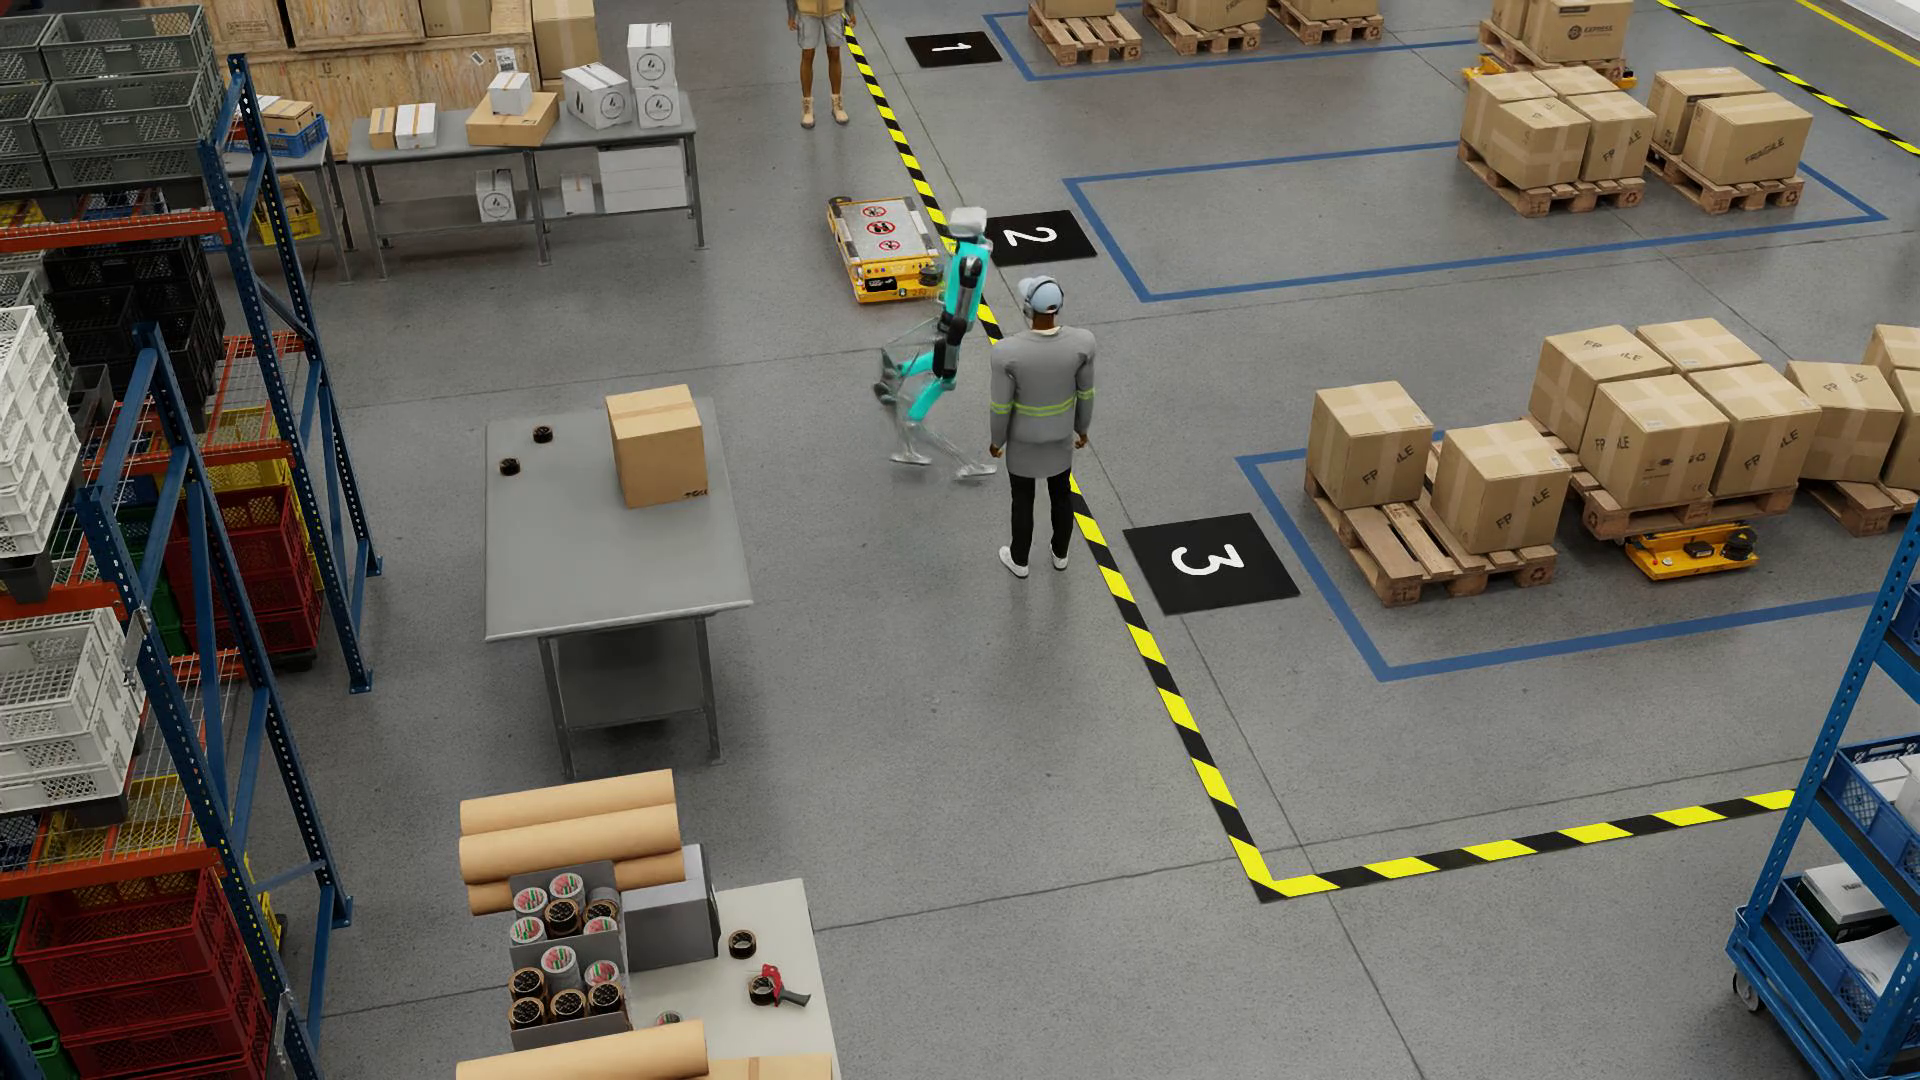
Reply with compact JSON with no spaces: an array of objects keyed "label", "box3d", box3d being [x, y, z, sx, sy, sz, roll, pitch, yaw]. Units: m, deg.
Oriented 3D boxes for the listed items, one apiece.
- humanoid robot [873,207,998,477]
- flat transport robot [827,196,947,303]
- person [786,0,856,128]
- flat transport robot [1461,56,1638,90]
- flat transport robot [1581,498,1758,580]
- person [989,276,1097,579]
[{"label":"humanoid robot","box3d":[-0.209,-1.130,9.830,0.893,1.743,0.552,2,37,2]},{"label":"flat transport robot","box3d":[-0.570,-2.220,12.538,0.659,0.231,1.431,-8,37,-10]},{"label":"person","box3d":[-1.180,-4.527,14.161,0.605,2.034,0.388,-8,37,-10]},{"label":"flat transport robot","box3d":[5.444,-4.326,15.345,1.431,0.197,0.652,-8,37,-10]},{"label":"flat transport robot","box3d":[4.062,-0.294,9.926,0.652,0.197,1.431,-8,37,-10]},{"label":"person","box3d":[0.435,-0.607,9.043,0.593,1.852,0.367,-9,38,-12]}]
